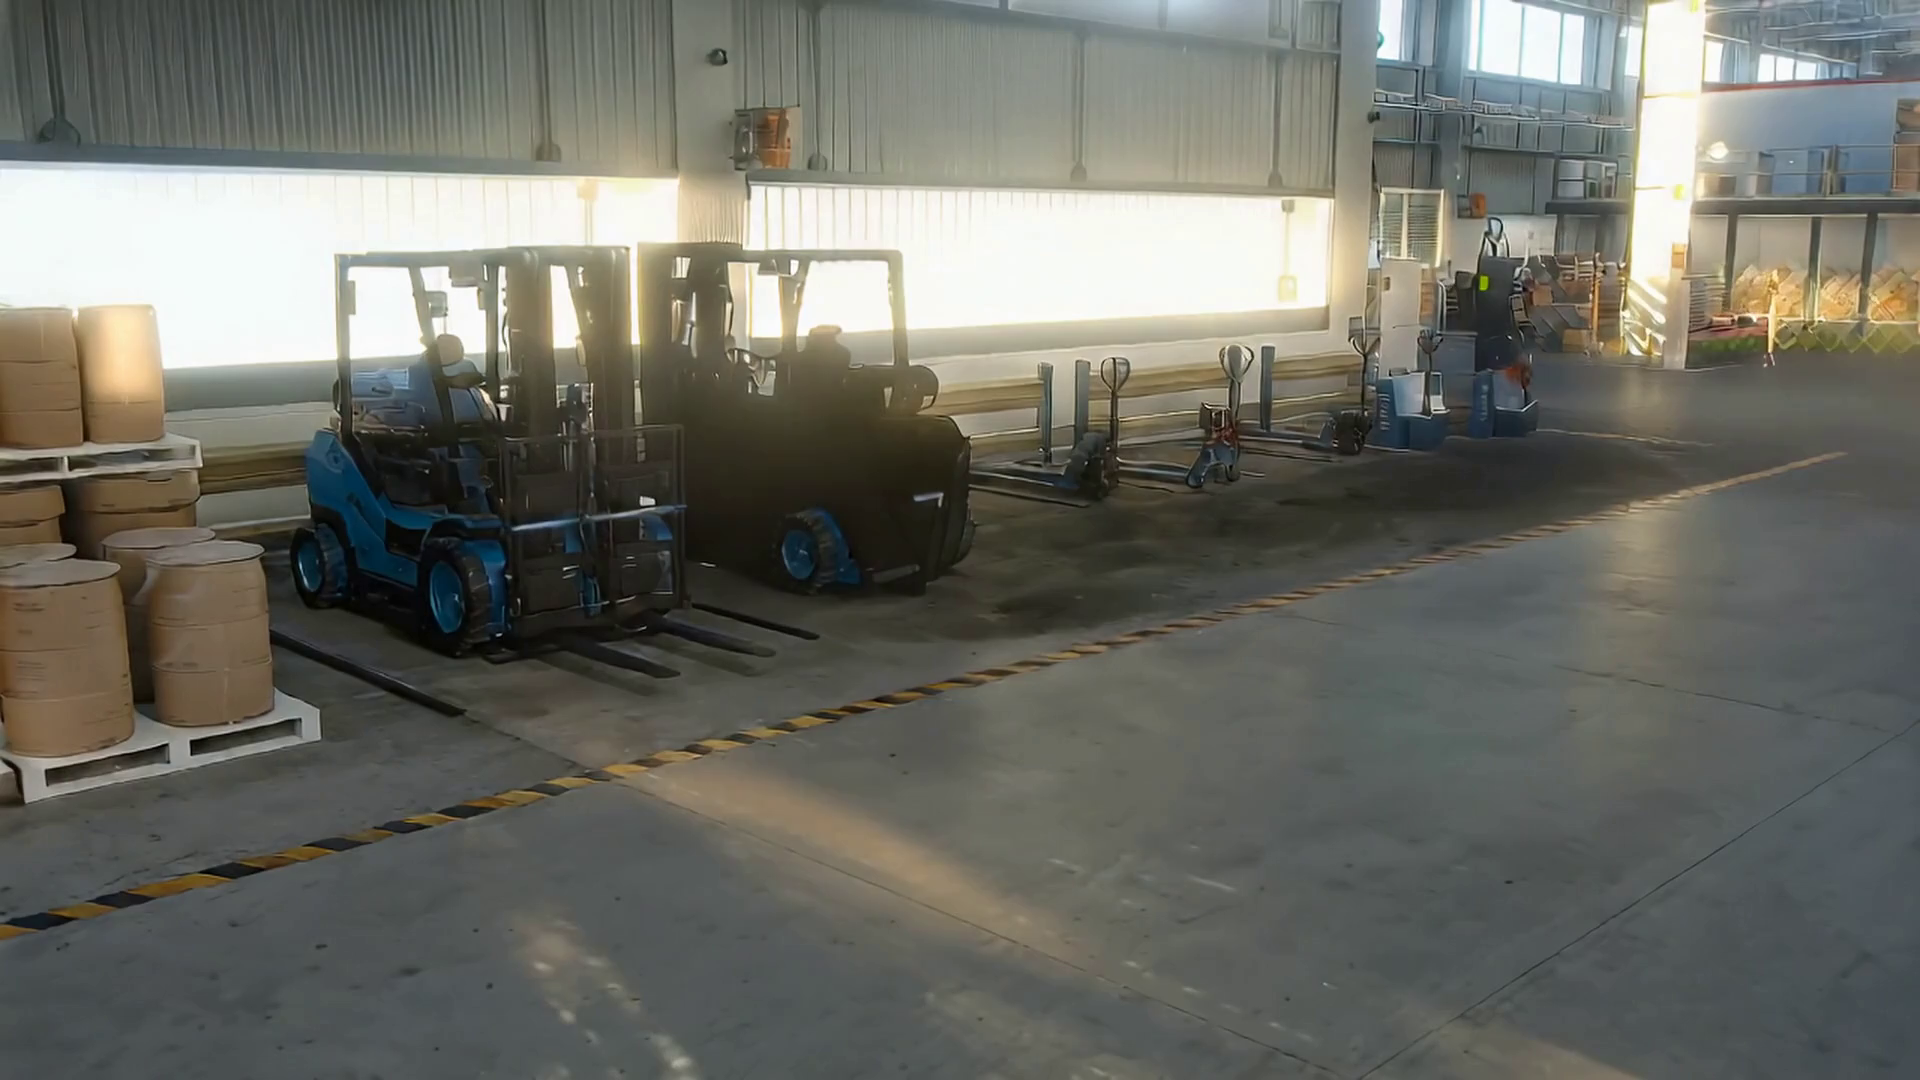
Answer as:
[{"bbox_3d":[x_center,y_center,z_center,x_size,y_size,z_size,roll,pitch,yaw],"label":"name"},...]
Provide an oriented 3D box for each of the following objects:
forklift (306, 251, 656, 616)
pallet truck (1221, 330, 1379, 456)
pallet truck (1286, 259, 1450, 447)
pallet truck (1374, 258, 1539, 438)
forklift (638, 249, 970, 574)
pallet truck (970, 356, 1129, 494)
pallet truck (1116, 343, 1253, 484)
[{"bbox_3d":[-2.833,-0.669,9.694,1.157,1.987,2.680,-10,14,-44],"label":"forklift"},{"bbox_3d":[3.563,-1.581,17.381,0.653,1.274,1.630,-10,14,-44],"label":"pallet truck"},{"bbox_3d":[4.493,-2.078,18.196,0.823,1.965,1.885,-9,14,-40],"label":"pallet truck"},{"bbox_3d":[5.704,-2.208,18.901,1.885,1.965,0.823,10,14,43],"label":"pallet truck"},{"bbox_3d":[-1.173,-0.958,11.239,2.680,1.987,1.157,10,14,43],"label":"forklift"},{"bbox_3d":[0.784,-1.085,14.876,0.680,1.201,1.601,-10,14,-44],"label":"pallet truck"},{"bbox_3d":[1.962,-1.215,15.415,1.522,1.261,0.704,10,14,43],"label":"pallet truck"}]
